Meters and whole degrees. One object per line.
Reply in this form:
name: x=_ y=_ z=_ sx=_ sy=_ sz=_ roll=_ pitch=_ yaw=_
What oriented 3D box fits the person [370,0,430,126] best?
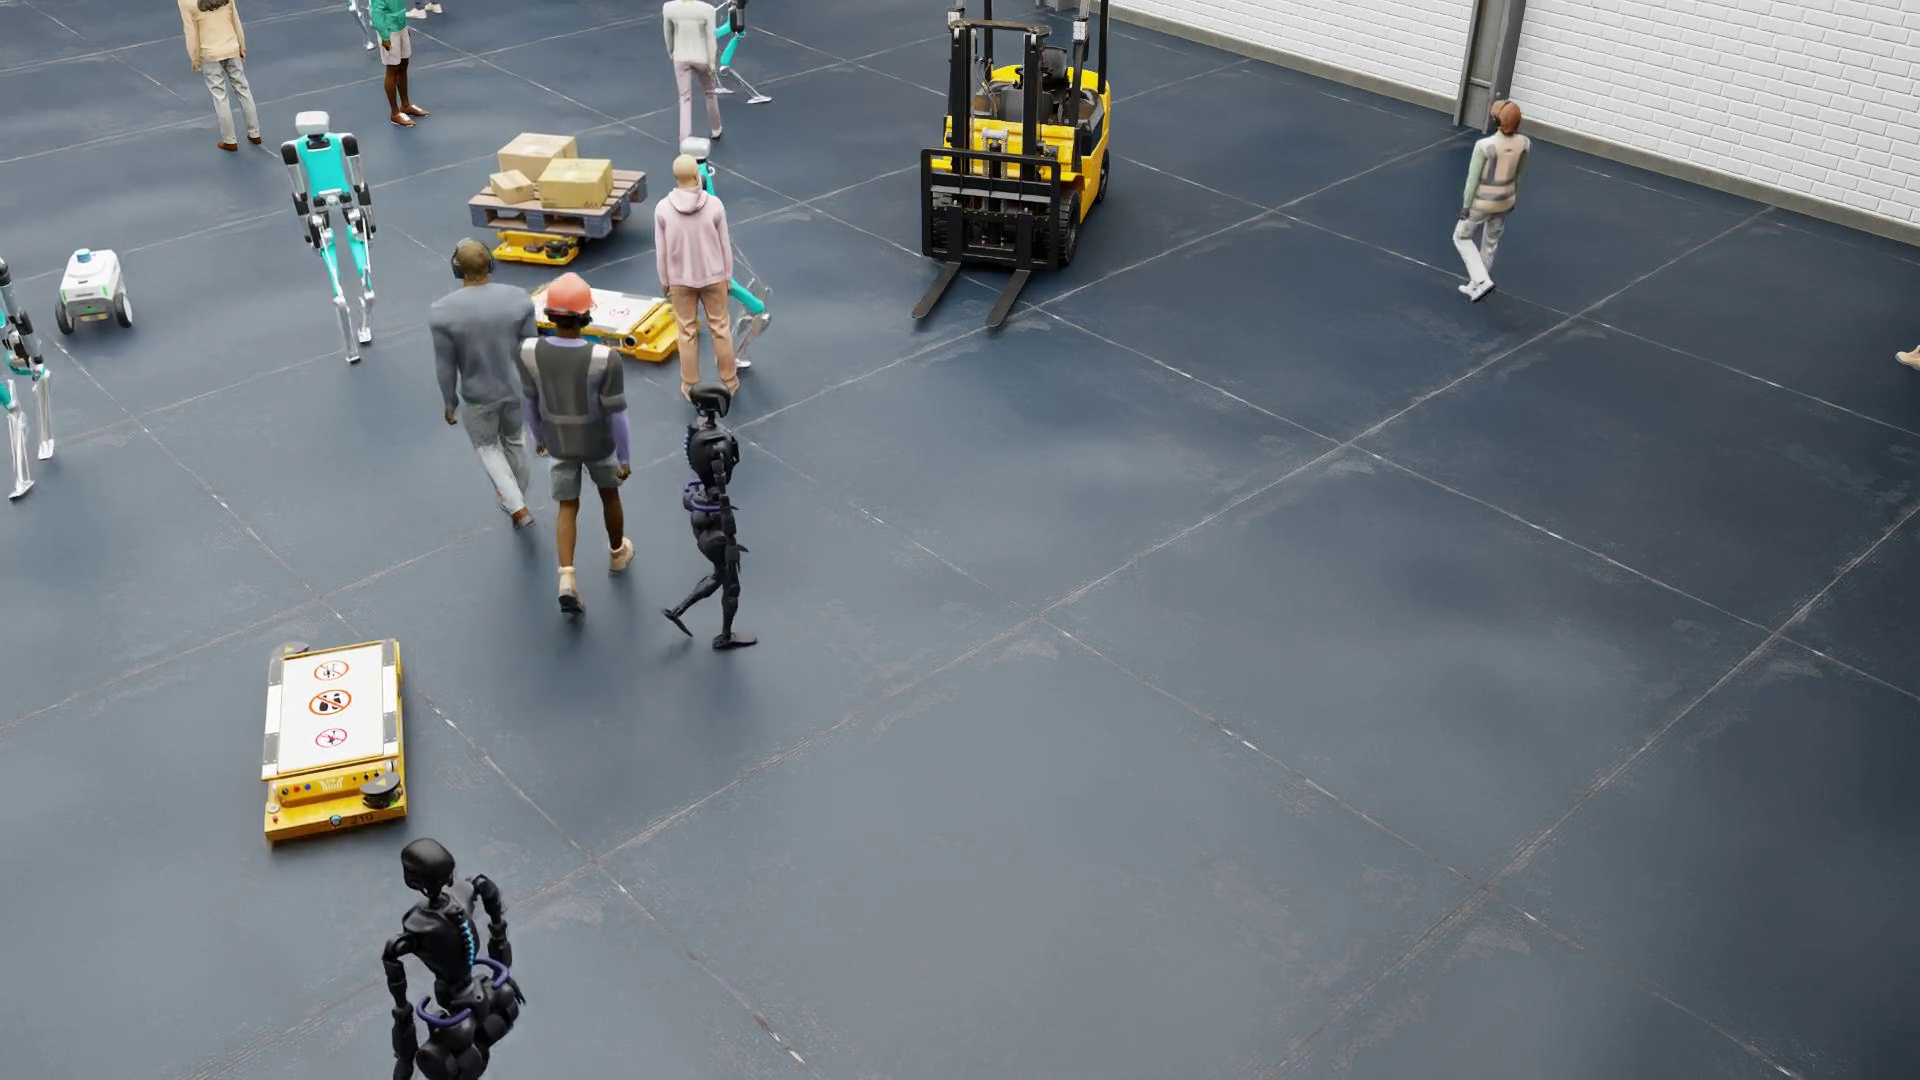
person: x=-5.658 y=-5.077 z=16.529 sx=0.375 sy=1.847 sz=0.507 roll=6 pitch=33 yaw=9

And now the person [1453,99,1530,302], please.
person: x=4.125 y=-2.601 z=12.915 sx=0.533 sy=1.625 sz=0.414 roll=-12 pitch=35 yaw=-18

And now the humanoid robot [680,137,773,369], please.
humanoid robot: x=-1.617 y=-2.012 z=11.919 sx=0.671 sy=1.791 sz=0.564 roll=-7 pitch=34 yaw=-11

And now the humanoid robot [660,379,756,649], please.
humanoid robot: x=-1.415 y=-0.105 z=9.041 sx=0.518 sy=1.633 sz=0.600 roll=-11 pitch=35 yaw=-16

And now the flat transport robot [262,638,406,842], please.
flat transport robot: x=-3.252 y=0.980 z=8.667 sx=0.659 sy=0.231 sz=1.431 roll=-9 pitch=34 yaw=-14

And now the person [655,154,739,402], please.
person: x=-1.827 y=-1.790 z=11.536 sx=0.523 sy=1.782 sz=0.407 roll=-5 pitch=33 yaw=-8

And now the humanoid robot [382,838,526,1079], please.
humanoid robot: x=-1.908 y=1.765 z=6.199 sx=0.735 sy=1.632 sz=0.609 roll=17 pitch=37 yaw=24

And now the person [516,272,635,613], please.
person: x=-2.155 y=-0.536 z=9.405 sx=0.607 sy=2.013 sz=0.867 roll=1 pitch=33 yaw=1

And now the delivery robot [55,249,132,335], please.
delivery robot: x=-6.742 y=-1.969 z=12.924 sx=0.499 sy=0.580 sz=0.776 roll=-10 pitch=34 yaw=-15

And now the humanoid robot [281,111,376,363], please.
humanoid robot: x=-4.532 y=-2.134 z=12.199 sx=0.545 sy=1.883 sz=0.791 roll=-12 pitch=35 yaw=-17

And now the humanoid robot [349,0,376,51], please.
humanoid robot: x=-6.596 y=-6.236 z=18.435 sx=0.558 sy=1.748 sz=1.044 roll=-3 pitch=33 yaw=-5

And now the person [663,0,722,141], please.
person: x=-2.560 y=-4.589 z=15.896 sx=0.519 sy=1.710 sz=0.855 roll=-1 pitch=33 yaw=-2

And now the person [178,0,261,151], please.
person: x=-7.059 y=-4.647 z=15.844 sx=0.412 sy=1.876 sz=0.550 roll=27 pitch=42 yaw=35

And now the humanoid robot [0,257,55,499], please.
humanoid robot: x=-6.158 y=-1.199 z=10.686 sx=0.549 sy=1.793 sz=0.849 roll=-9 pitch=34 yaw=-14

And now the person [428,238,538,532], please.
person: x=-2.797 y=-0.888 z=10.030 sx=0.635 sy=1.917 sz=0.554 roll=-19 pitch=38 yaw=-27

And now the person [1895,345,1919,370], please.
person: x=7.213 y=-2.031 z=11.983 sx=0.530 sy=1.697 sz=0.321 roll=-9 pitch=34 yaw=-14

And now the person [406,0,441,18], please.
person: x=-6.522 y=-7.168 z=19.740 sx=0.443 sy=1.856 sz=0.806 roll=14 pitch=36 yaw=21

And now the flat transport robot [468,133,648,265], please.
flat transport robot: x=-3.436 y=-2.752 z=14.403 sx=0.659 sy=0.231 sz=1.431 roll=7 pitch=34 yaw=11

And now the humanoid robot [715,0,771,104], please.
humanoid robot: x=-2.421 y=-5.304 z=16.994 sx=0.874 sy=1.777 sz=0.534 roll=-6 pitch=33 yaw=-9

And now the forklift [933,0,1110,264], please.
forklift: x=0.570 y=-3.725 z=14.138 sx=1.214 sy=2.155 sz=2.313 roll=9 pitch=34 yaw=13

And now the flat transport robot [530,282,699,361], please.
flat transport robot: x=-2.795 y=-1.676 z=12.749 sx=1.431 sy=0.231 sz=0.659 roll=10 pitch=34 yaw=15
